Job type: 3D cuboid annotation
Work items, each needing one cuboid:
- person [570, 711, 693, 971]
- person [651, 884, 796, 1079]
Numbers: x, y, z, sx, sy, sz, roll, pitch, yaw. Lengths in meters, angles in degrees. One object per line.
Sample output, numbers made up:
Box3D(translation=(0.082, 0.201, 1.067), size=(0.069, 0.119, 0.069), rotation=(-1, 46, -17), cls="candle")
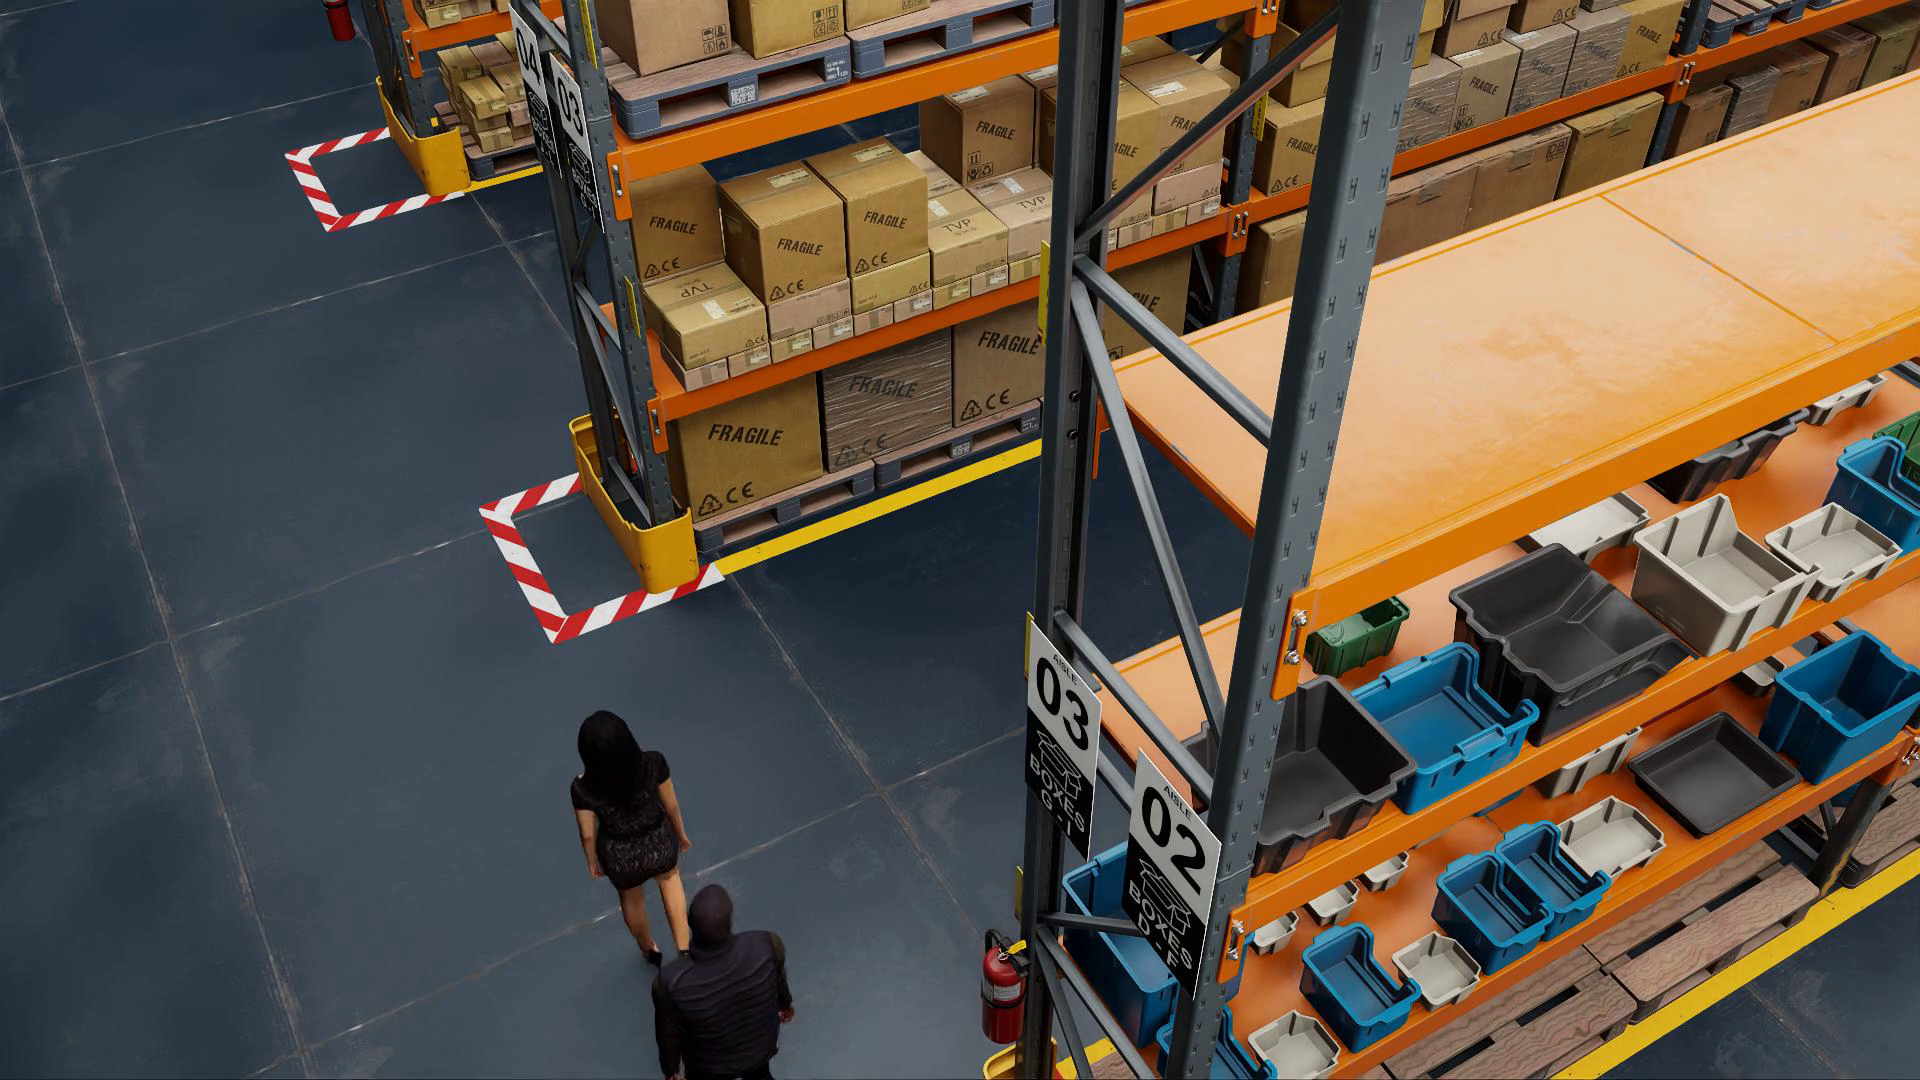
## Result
Box3D(translation=(-1.385, 1.429, 7.277), size=(0.709, 1.780, 0.708), rotation=(-17, 46, -17), cls="person")
Box3D(translation=(-0.872, 2.045, 6.594), size=(0.920, 1.811, 0.832), rotation=(-22, 47, -22), cls="person")
